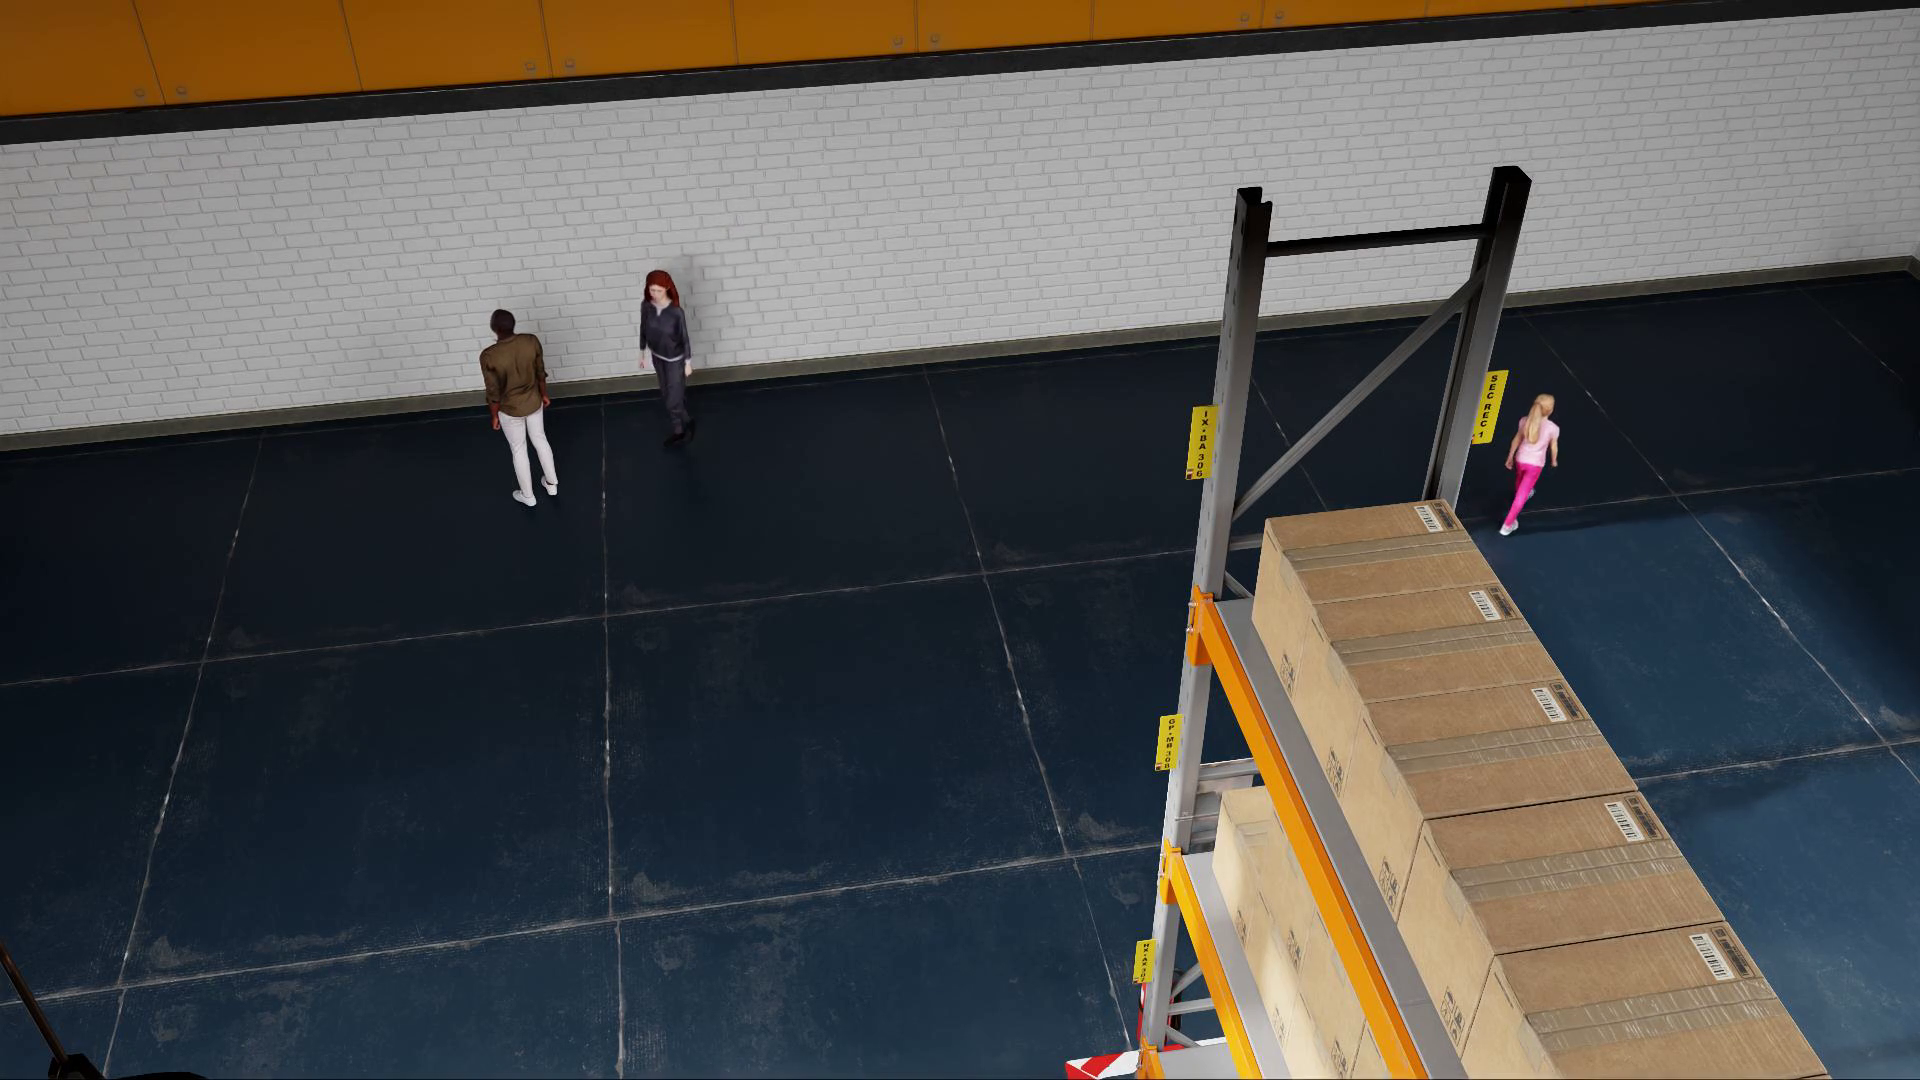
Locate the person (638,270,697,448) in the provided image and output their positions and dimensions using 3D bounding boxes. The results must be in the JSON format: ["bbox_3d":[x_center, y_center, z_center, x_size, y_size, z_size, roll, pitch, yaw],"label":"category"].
[{"bbox_3d":[-2.443,-1.580,14.264,0.710,1.766,0.767,25,45,28],"label":"person"}]

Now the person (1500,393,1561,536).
[{"bbox_3d":[4.579,-0.600,13.452,0.852,1.248,0.851,31,48,33],"label":"person"}]

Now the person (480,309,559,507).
[{"bbox_3d":[-3.599,-1.094,13.608,0.808,1.824,0.792,-29,47,-31],"label":"person"}]
